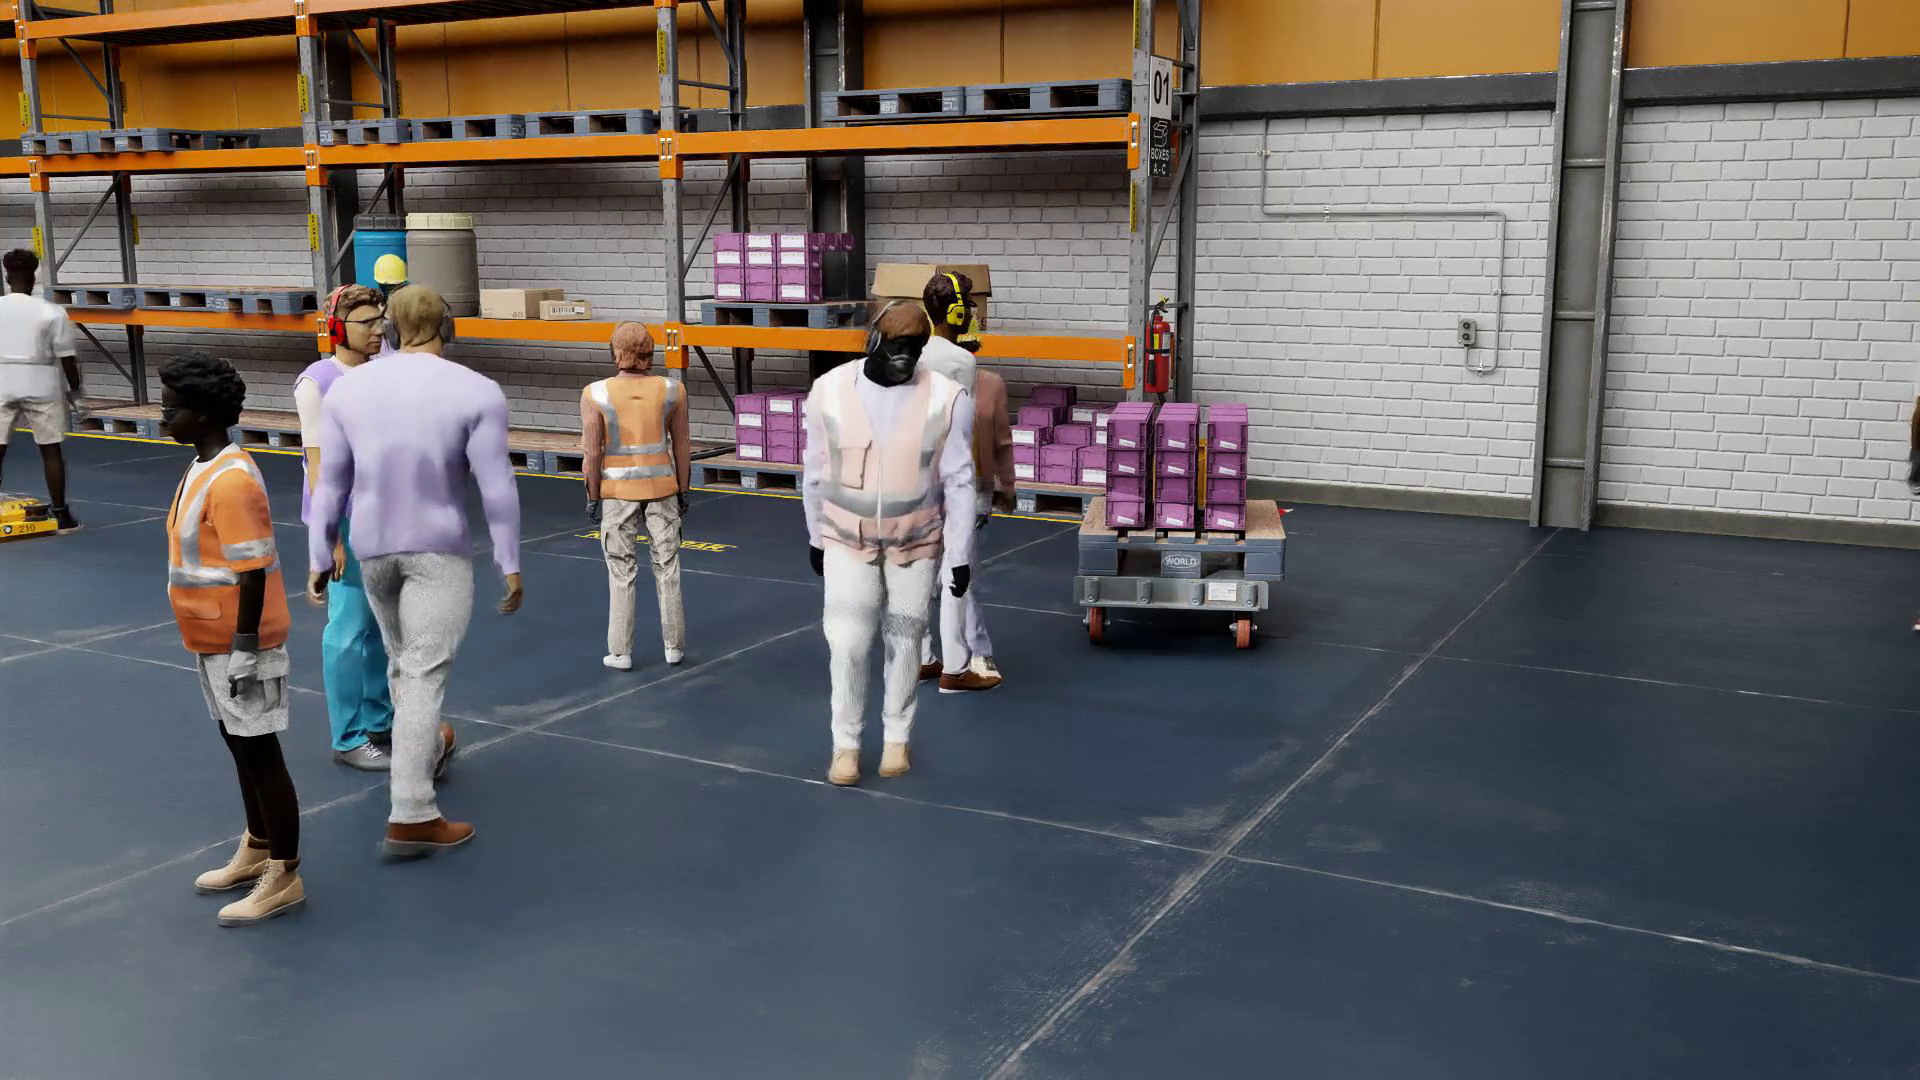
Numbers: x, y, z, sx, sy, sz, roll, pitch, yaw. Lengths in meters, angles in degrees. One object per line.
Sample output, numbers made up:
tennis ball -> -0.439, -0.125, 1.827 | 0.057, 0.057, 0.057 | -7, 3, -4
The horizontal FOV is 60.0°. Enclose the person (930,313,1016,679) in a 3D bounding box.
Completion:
person -> -0.043, -0.249, 7.841 | 0.551, 1.738, 0.824 | -7, 12, -34

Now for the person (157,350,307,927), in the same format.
person -> -2.163, 0.288, 4.930 | 0.317, 1.697, 0.540 | -7, 12, -33

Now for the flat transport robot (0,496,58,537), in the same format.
flat transport robot -> -6.894, -0.189, 11.461 | 1.431, 0.197, 0.652 | 8, 13, 36

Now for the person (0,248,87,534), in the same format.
person -> -6.328, -0.974, 11.181 | 0.797, 1.944, 0.571 | -4, 11, -20

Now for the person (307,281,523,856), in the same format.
person -> -1.845, 0.059, 5.737 | 0.703, 1.861, 1.071 | 1, 10, 7

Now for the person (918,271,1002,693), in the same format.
person -> -0.053, -0.252, 7.426 | 0.321, 1.871, 0.532 | -8, 13, -38

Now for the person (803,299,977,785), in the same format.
person -> -0.260, 0.018, 6.123 | 0.644, 1.803, 0.570 | 0, 10, 0

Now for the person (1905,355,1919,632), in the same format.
person -> 5.169, -0.426, 8.517 | 0.942, 1.827, 0.527 | -6, 12, -31

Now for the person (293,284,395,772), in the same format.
person -> -2.290, -0.052, 6.389 | 0.359, 1.846, 0.565 | 2, 11, 10

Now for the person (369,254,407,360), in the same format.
person -> -3.868, -1.000, 11.423 | 0.605, 1.907, 0.441 | -1, 10, -7

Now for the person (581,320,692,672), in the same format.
person -> -1.499, -0.199, 7.762 | 0.514, 1.641, 0.307 | -5, 11, -24
